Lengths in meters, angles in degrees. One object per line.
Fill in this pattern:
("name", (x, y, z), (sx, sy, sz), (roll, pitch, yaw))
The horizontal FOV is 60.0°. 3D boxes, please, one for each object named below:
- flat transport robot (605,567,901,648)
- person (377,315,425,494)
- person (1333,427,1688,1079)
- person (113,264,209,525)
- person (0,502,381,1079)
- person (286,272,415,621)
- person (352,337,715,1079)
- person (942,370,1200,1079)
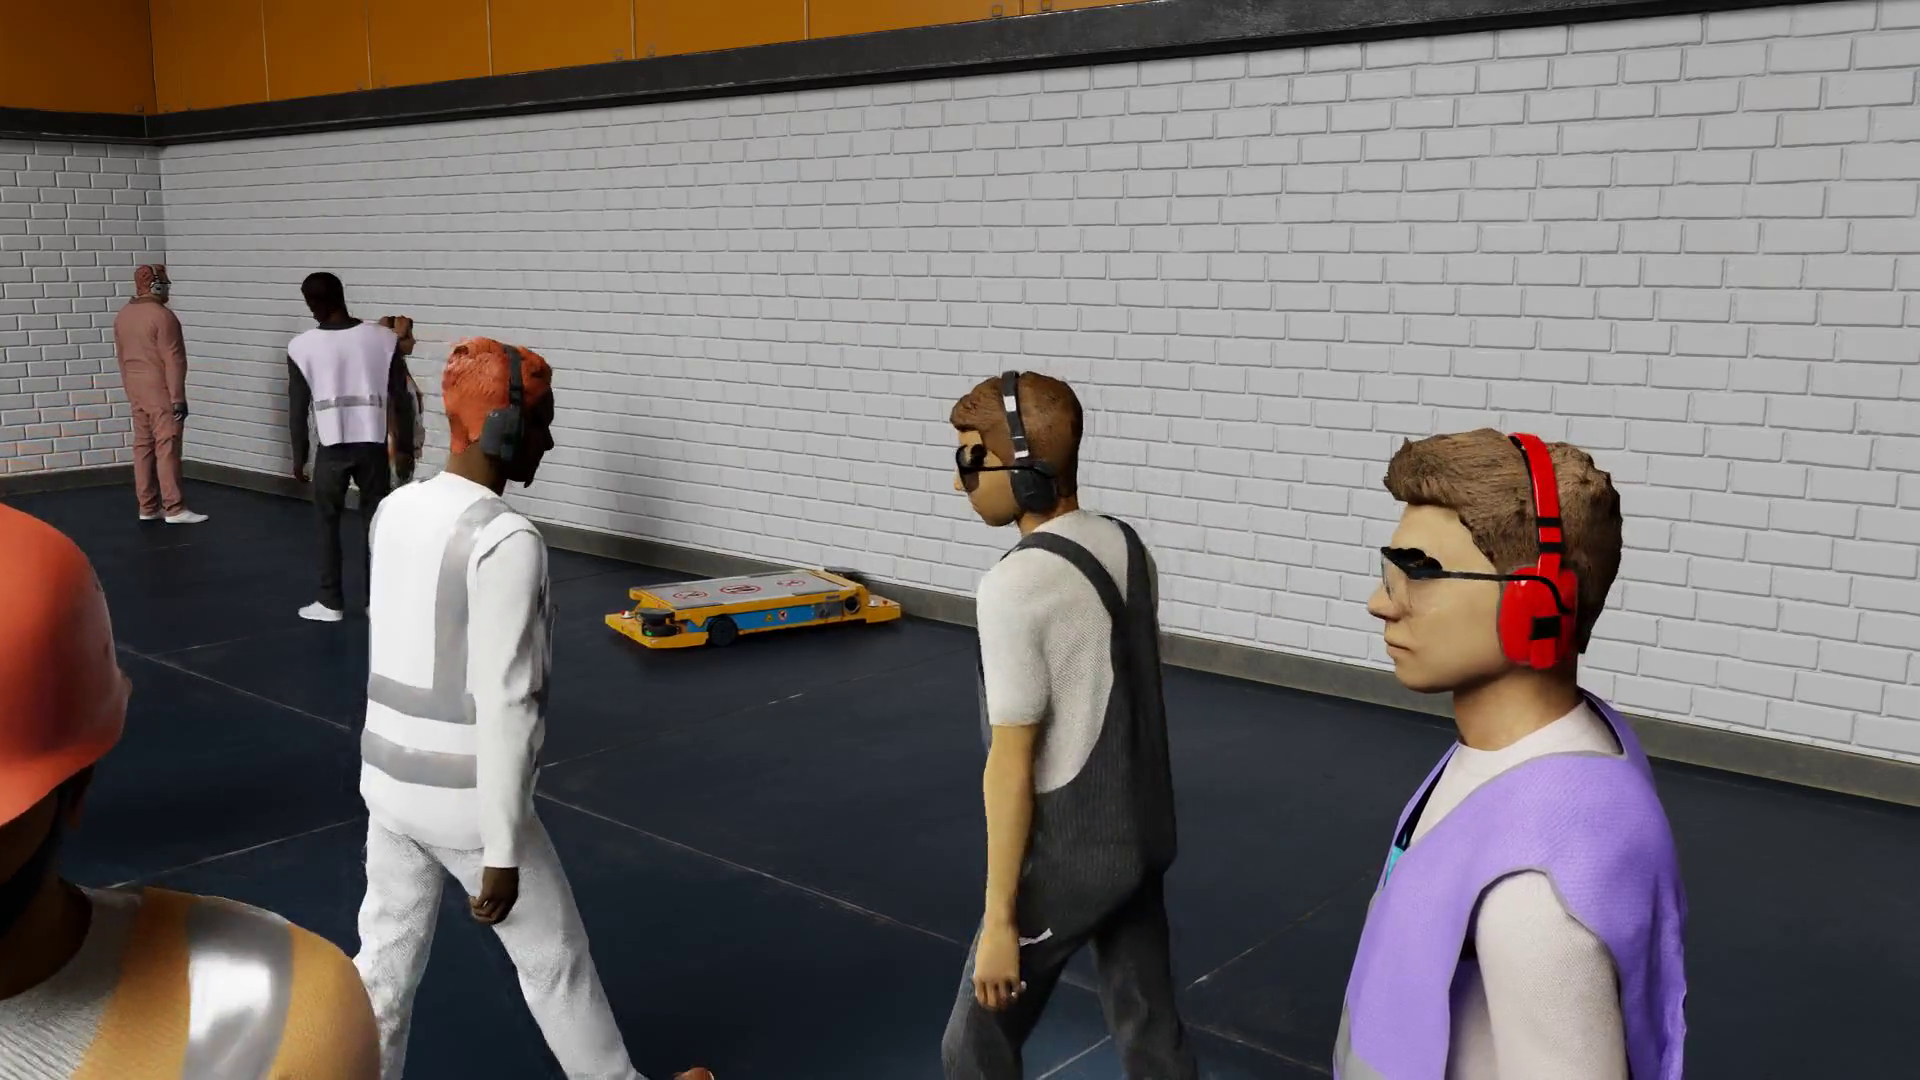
("flat transport robot", (-1.095, 0.345, 8.854), (1.431, 0.197, 0.652), (-6, 12, -31))
("person", (-3.245, -0.477, 9.635), (0.309, 1.641, 0.514), (-3, 10, -17))
("person", (0.570, 0.802, 1.762), (0.376, 1.845, 0.571), (3, 10, 16))
("person", (-5.886, -1.067, 12.239), (0.642, 1.909, 0.399), (6, 12, 31))
("person", (-0.736, 0.863, 1.353), (0.566, 1.882, 1.032), (-1, 10, -8))
("person", (-3.317, -0.494, 9.038), (0.688, 1.889, 0.369), (-5, 11, -25))
("person", (-0.950, 0.510, 3.435), (0.610, 1.836, 0.958), (9, 13, 40))
("person", (0.175, 0.599, 3.025), (0.624, 1.807, 0.552), (8, 13, 38))
